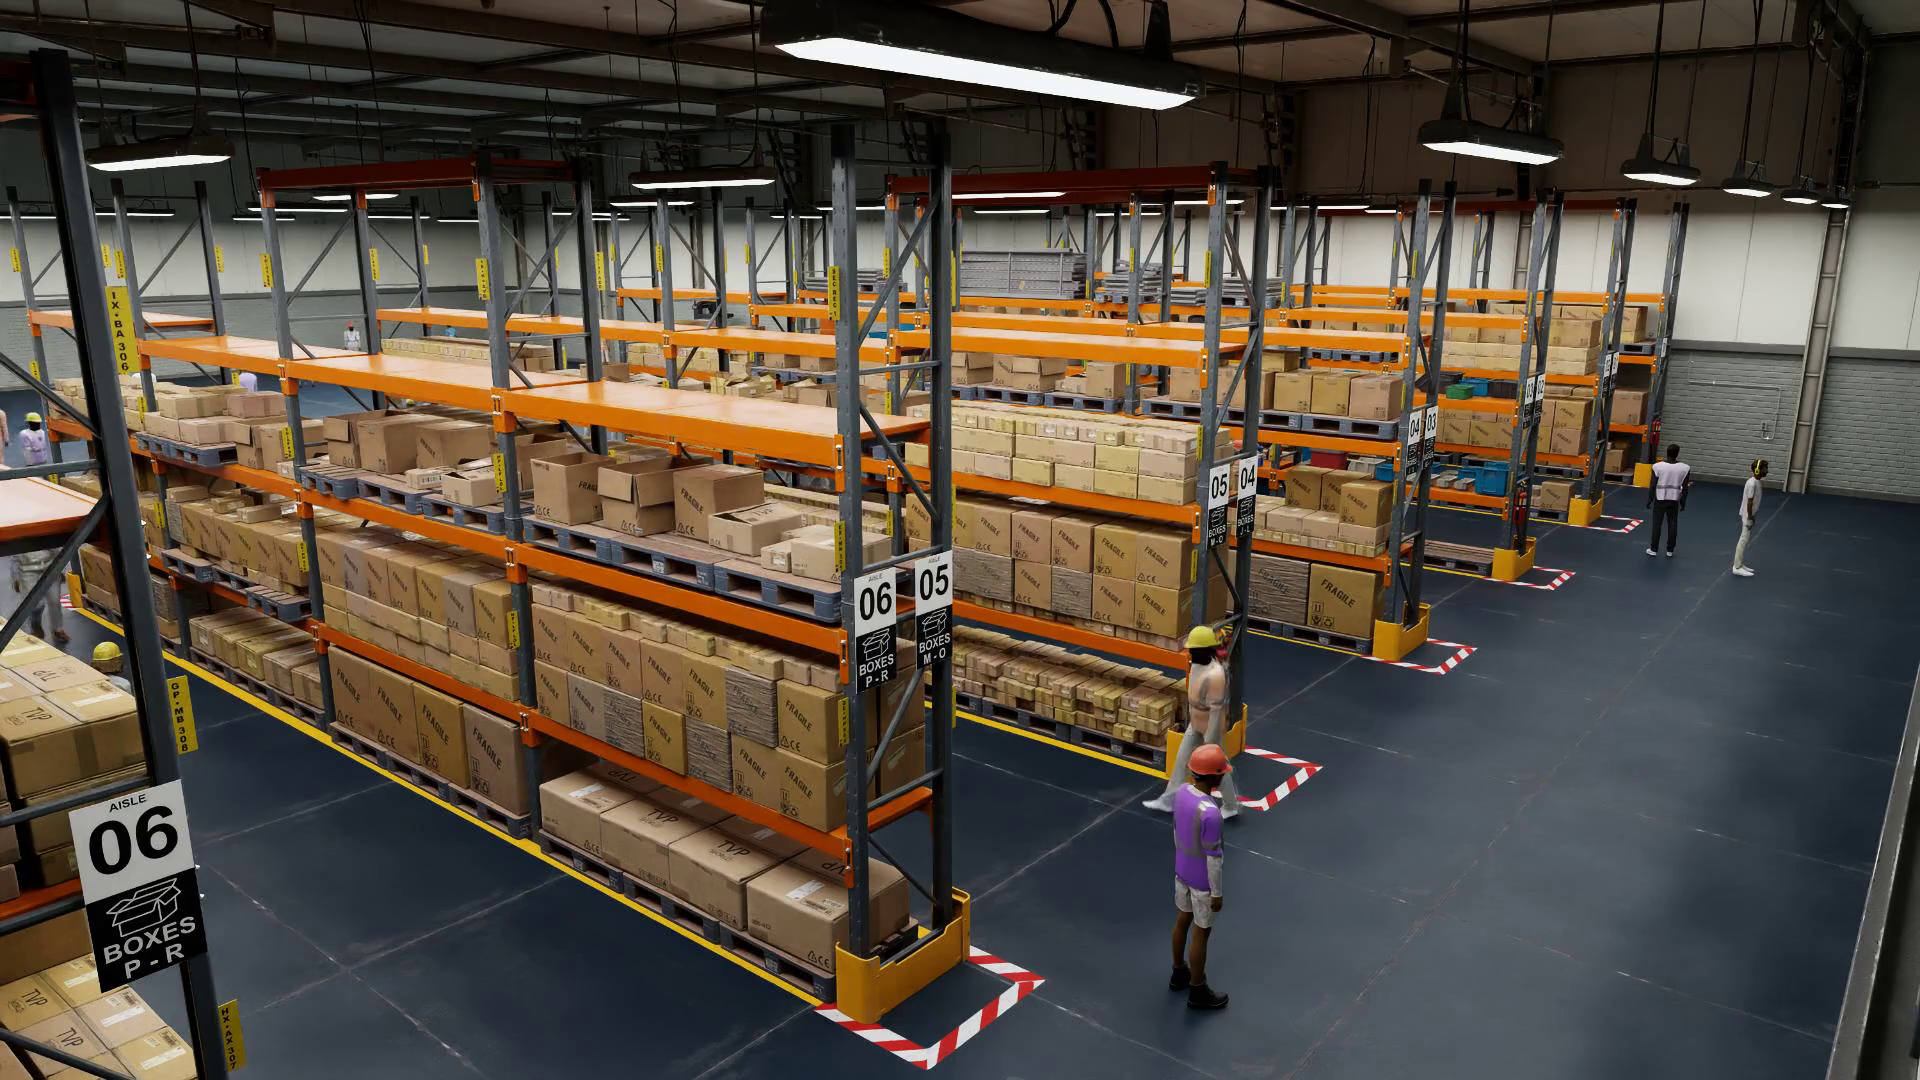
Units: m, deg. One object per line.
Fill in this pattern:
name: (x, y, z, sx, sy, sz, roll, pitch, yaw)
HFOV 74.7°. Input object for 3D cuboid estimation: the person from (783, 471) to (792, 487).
person: (-3.625, -1.852, 26.913, 0.502, 1.597, 0.823, -13, 19, -43)

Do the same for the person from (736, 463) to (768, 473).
person: (-4.807, -2.499, 28.928, 1.017, 1.908, 0.627, 9, 16, 31)

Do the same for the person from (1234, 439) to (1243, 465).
person: (4.768, -0.751, 21.562, 0.378, 1.995, 0.609, 11, 18, 39)

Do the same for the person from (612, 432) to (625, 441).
person: (-8.520, -3.129, 31.474, 0.627, 1.934, 0.371, -4, 14, -15)

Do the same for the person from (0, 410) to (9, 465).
person: (-21.558, -2.274, 28.053, 0.659, 1.886, 0.657, -4, 14, -15)

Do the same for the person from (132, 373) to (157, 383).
person: (-22.215, -3.908, 34.446, 0.611, 2.042, 0.374, -2, 14, -8)

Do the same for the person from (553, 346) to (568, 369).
person: (-13.884, -6.051, 43.582, 0.544, 1.886, 0.659, 8, 16, 31)

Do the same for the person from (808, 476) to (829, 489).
person: (-2.871, -1.735, 25.984, 0.506, 1.825, 0.641, 11, 18, 39)

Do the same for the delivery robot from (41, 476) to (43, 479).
delivery robot: (-19.759, -1.366, 26.984, 0.707, 0.478, 0.477, 7, 15, 26)

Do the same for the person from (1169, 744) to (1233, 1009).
person: (1.709, 2.353, 8.913, 0.362, 1.938, 0.545, -5, 14, -19)

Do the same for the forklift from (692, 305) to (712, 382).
forklift: (-9.511, -7.392, 47.124, 1.873, 2.768, 1.129, 11, 17, 38)

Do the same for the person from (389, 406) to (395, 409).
person: (-14.287, -2.982, 31.579, 0.867, 1.580, 0.525, 7, 15, 26)

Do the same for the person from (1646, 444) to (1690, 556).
person: (12.031, -0.679, 21.424, 0.592, 1.917, 0.375, 4, 14, 16)

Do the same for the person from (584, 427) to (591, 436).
person: (-9.459, -3.339, 32.322, 0.355, 1.938, 0.637, 5, 15, 20)

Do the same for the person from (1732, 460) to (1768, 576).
person: (12.734, -0.373, 20.265, 0.330, 1.874, 0.518, 9, 17, 34)

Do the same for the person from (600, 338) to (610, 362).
person: (-14.358, -7.668, 50.752, 0.512, 1.642, 0.311, -4, 14, -18)

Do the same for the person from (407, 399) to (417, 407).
person: (-12.578, -2.430, 29.007, 0.531, 1.733, 0.803, -5, 15, -20)

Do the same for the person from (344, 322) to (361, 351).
person: (-24.548, -7.840, 50.920, 0.570, 1.892, 0.968, -6, 15, -23)

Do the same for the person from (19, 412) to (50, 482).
person: (-18.643, -1.626, 25.354, 0.676, 1.906, 0.596, 2, 14, 7)

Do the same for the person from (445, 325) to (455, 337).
person: (-22.036, -8.595, 54.500, 0.356, 1.678, 0.605, 6, 15, 23)

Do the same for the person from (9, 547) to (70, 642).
person: (-12.251, 0.465, 16.761, 0.514, 1.898, 0.648, 8, 16, 30)

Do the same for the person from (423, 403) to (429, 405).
person: (-15.948, -4.641, 37.759, 0.639, 1.903, 0.409, -7, 15, -26)

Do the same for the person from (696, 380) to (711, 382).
person: (-7.257, -4.083, 35.469, 0.541, 1.903, 0.965, -6, 15, -24)

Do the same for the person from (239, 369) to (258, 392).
person: (-19.633, -3.906, 34.683, 0.402, 1.939, 0.638, 7, 15, 26)

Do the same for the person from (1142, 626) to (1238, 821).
person: (2.199, 1.709, 11.686, 0.902, 1.877, 0.613, -3, 14, -12)

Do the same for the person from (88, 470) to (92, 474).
person: (-14.916, -0.799, 22.150, 0.623, 1.818, 0.587, -2, 14, -9)

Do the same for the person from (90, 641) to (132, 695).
person: (-7.806, 1.784, 11.683, 0.483, 1.737, 0.320, 3, 14, 12)
